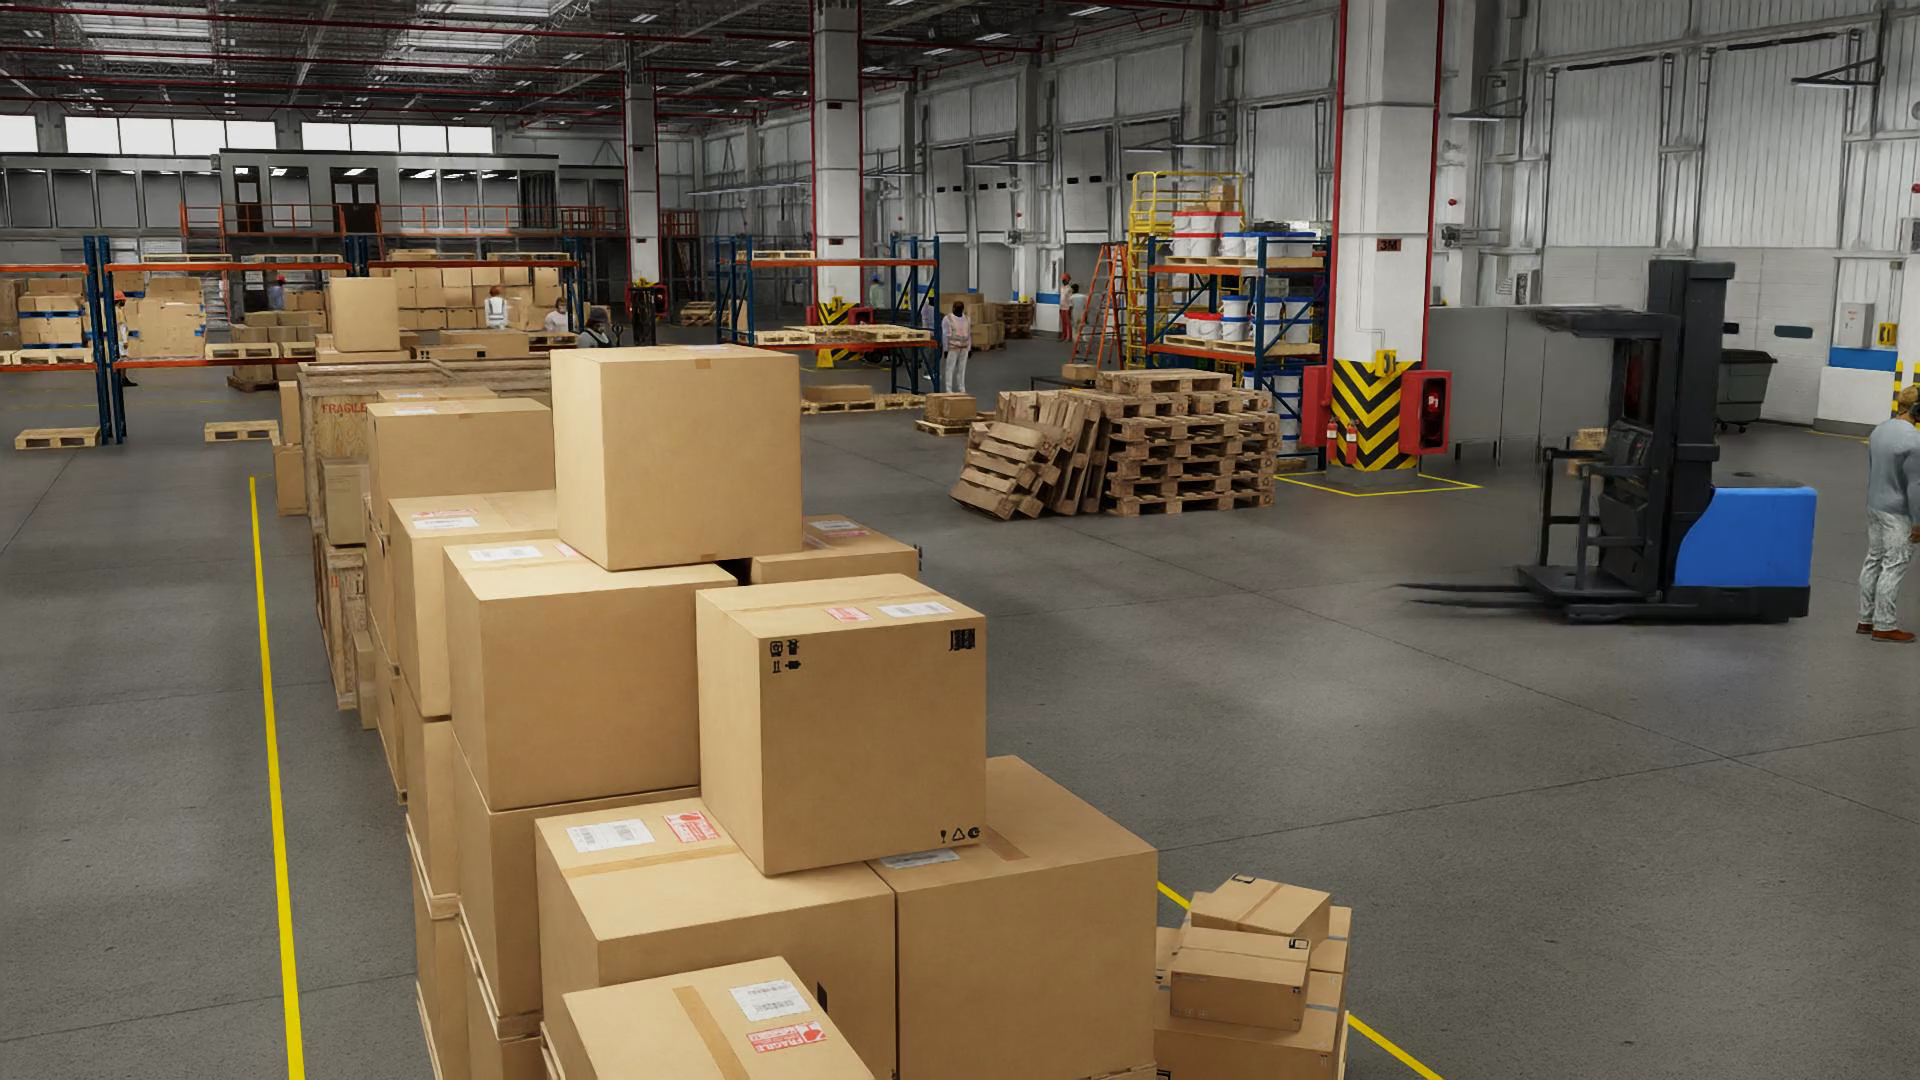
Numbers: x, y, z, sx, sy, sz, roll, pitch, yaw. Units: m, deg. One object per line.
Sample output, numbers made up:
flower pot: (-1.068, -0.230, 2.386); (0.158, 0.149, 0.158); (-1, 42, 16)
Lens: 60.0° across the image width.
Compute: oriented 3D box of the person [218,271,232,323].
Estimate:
person: (-25.477, -8.395, 57.748); (0.530, 1.869, 0.621); (1, 10, 8)

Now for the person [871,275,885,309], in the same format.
person: (-2.482, -6.958, 49.755); (0.495, 1.897, 0.751); (5, 11, 26)

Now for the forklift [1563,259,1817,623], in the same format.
forklift: (5.707, -0.821, 13.213); (1.873, 2.768, 1.129); (1, 10, 3)

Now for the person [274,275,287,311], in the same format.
person: (-20.504, -7.023, 50.057); (0.548, 1.916, 0.560); (-2, 10, -9)

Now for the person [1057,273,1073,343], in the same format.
person: (3.063, -6.693, 48.020); (0.382, 1.991, 0.623); (-6, 12, -30)

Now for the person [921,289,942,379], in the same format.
person: (-0.602, -4.404, 35.586); (0.366, 1.926, 0.592); (6, 12, 28)

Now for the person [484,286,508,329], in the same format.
person: (-11.436, -5.360, 41.106); (0.581, 1.854, 0.935); (-7, 12, -32)

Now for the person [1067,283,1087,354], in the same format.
person: (3.077, -5.776, 43.401); (0.549, 1.839, 0.525); (-4, 11, -22)

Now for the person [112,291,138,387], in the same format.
person: (-17.010, -4.080, 33.760); (0.354, 1.941, 0.548); (-9, 14, -42)

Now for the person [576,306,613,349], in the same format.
person: (-5.123, -2.306, 23.713); (0.535, 2.000, 0.674); (3, 11, 14)

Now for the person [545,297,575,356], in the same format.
person: (-7.343, -3.522, 30.711); (0.371, 1.934, 0.627); (9, 14, 42)

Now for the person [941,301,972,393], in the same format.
person: (-0.044, -3.573, 31.261); (0.621, 1.837, 0.429); (-6, 12, -31)

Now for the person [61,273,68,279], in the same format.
person: (-30.841, -8.288, 57.317); (0.820, 1.814, 0.514); (4, 11, 20)

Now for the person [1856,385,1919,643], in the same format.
person: (6.971, -0.190, 12.379); (0.387, 1.928, 0.636); (0, 10, 0)

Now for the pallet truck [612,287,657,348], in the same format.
pallet truck: (-6.464, -4.406, 35.401); (0.823, 1.965, 1.885); (6, 12, 32)
